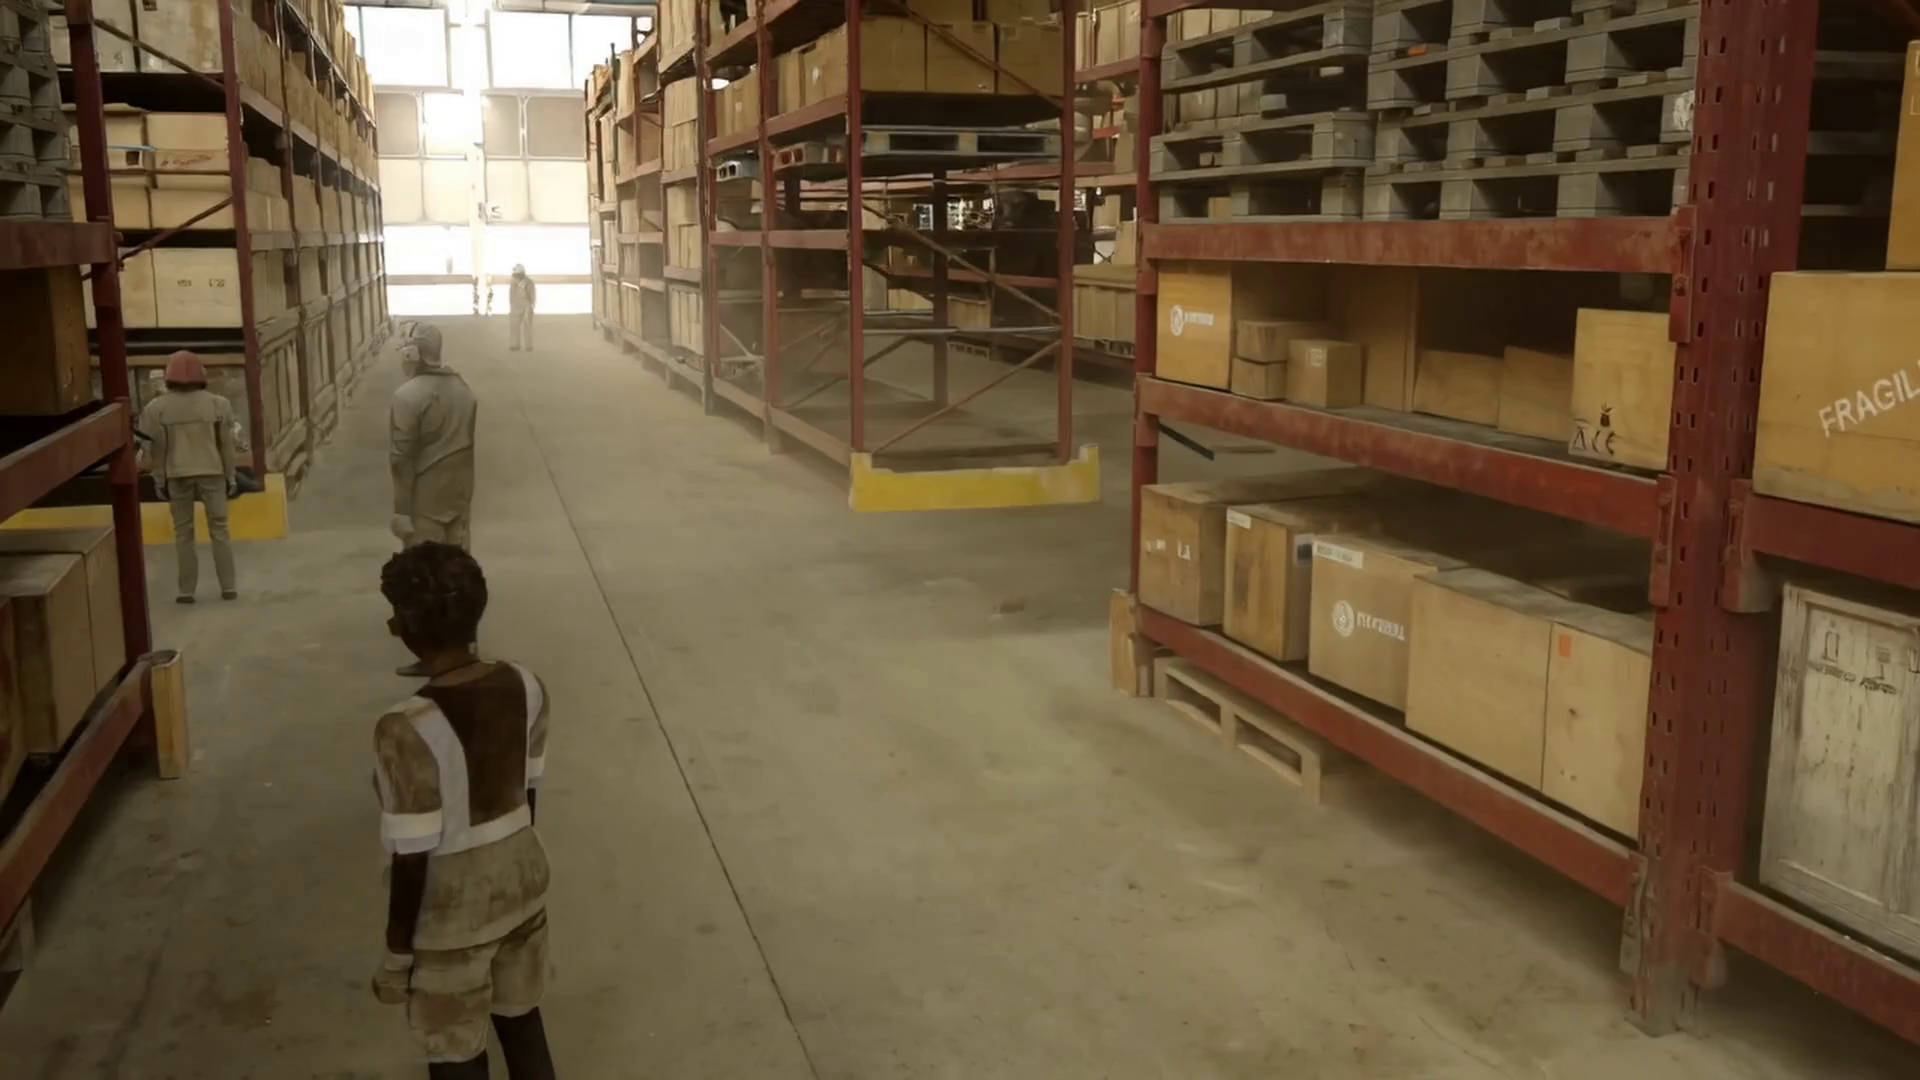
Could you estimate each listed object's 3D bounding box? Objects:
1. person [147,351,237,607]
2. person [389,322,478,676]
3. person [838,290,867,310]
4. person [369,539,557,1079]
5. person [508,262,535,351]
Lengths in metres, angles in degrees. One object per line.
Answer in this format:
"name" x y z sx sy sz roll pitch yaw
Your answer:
"person" -4.877 -0.386 10.607 0.502 1.633 0.280 -7 12 -32
"person" -2.856 -0.219 8.975 0.399 1.900 0.645 3 11 14
"person" -2.233 -4.835 34.188 0.503 1.931 0.625 6 12 28
"person" -1.109 0.838 3.729 0.321 1.693 0.530 4 11 20
"person" -9.054 -4.805 34.308 0.586 1.824 0.403 3 11 16
